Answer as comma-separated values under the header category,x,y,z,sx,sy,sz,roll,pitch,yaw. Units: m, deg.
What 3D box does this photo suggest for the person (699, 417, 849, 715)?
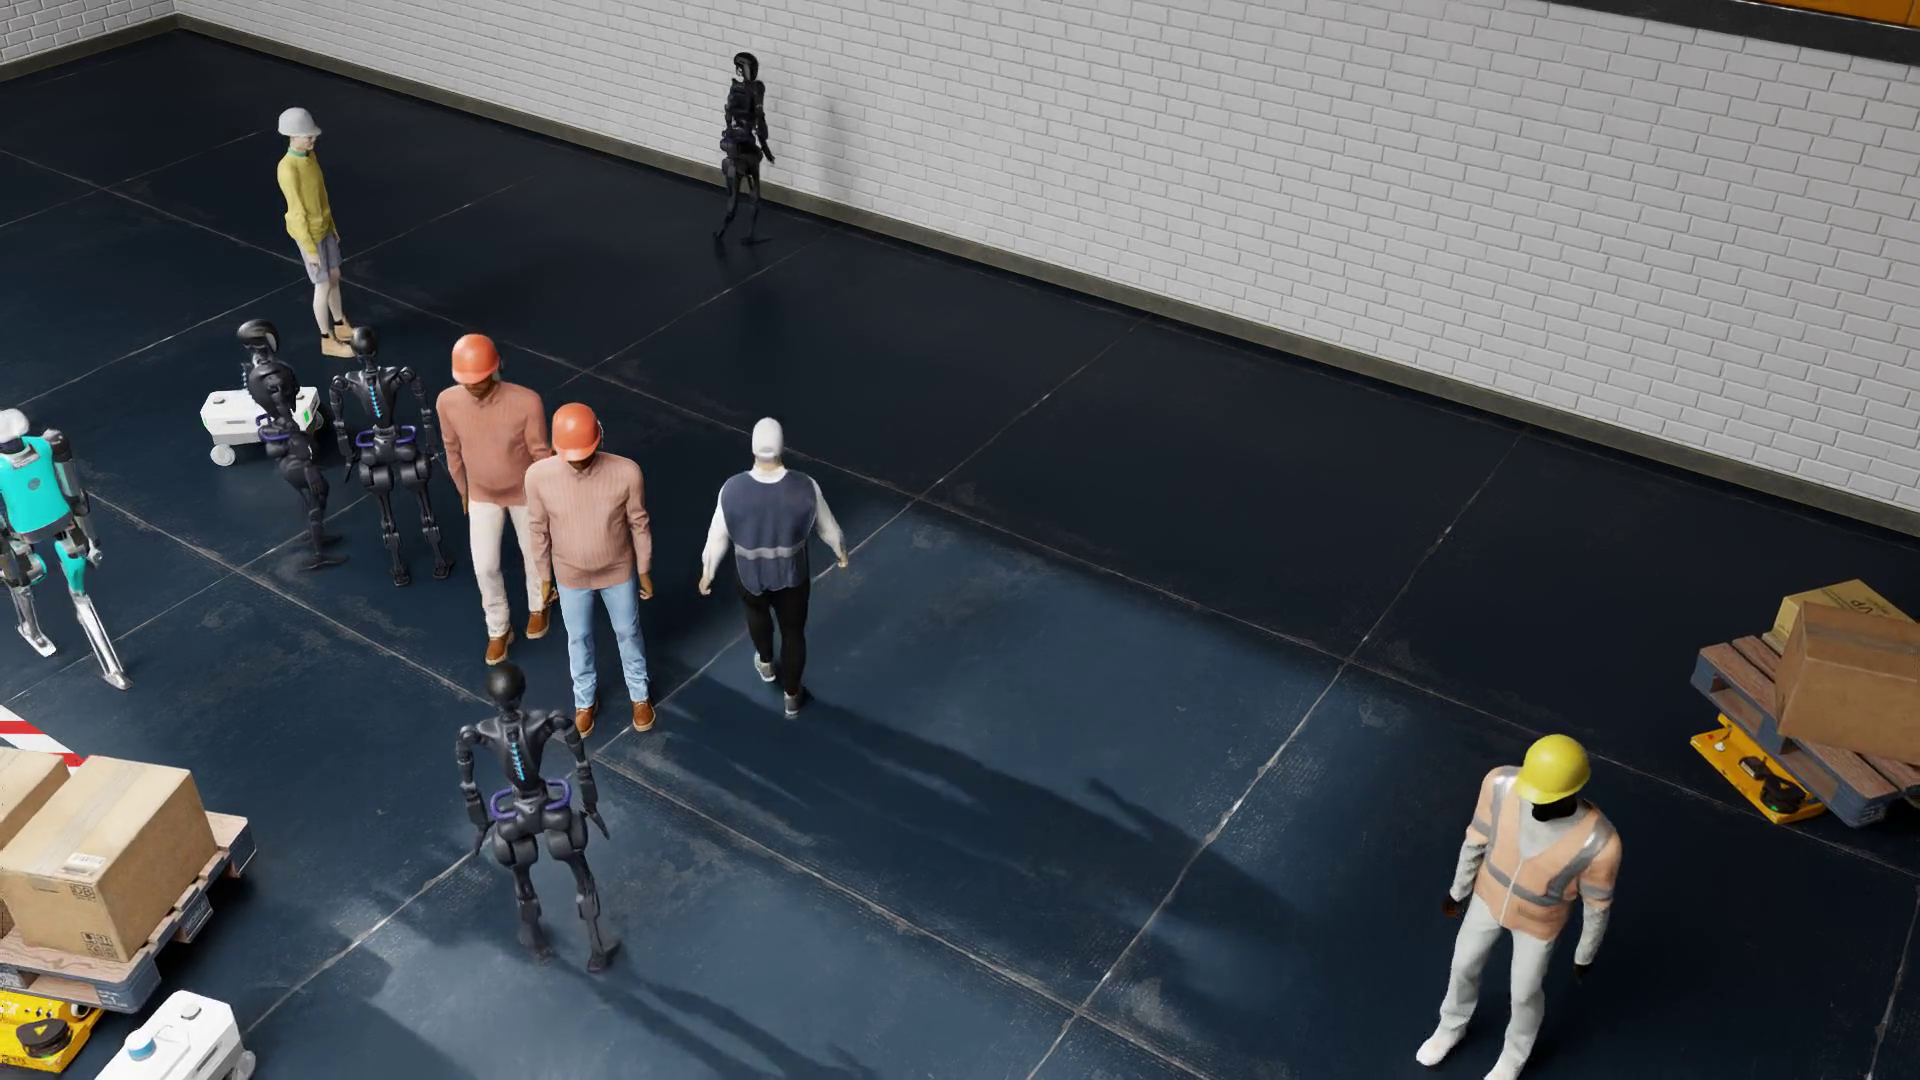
category,x,y,z,sx,sy,sz,roll,pitch,yaw
person,-0.991,0.092,8.847,0.809,1.734,0.662,-4,35,-6

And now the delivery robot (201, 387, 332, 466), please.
category,x,y,z,sx,sy,sz,roll,pitch,yaw
delivery robot,-4.648,-0.801,11.176,0.811,0.613,0.499,-3,35,-5

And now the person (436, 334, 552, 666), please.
category,x,y,z,sx,sy,sz,roll,pitch,yaw
person,-2.500,-0.203,9.071,0.614,1.973,0.711,-1,35,-2

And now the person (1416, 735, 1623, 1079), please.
category,x,y,z,sx,sy,sz,roll,pitch,yaw
person,2.253,1.500,6.689,0.435,1.914,0.625,-27,43,-33

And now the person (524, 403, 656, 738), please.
category,x,y,z,sx,sy,sz,roll,pitch,yaw
person,-1.875,0.158,8.541,0.607,1.987,0.384,-5,35,-7

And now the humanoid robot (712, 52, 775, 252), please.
category,x,y,z,sx,sy,sz,roll,pitch,yaw
humanoid robot,-1.816,-3.179,13.584,0.471,1.648,0.620,17,38,23

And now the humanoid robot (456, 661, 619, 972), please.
category,x,y,z,sx,sy,sz,roll,pitch,yaw
humanoid robot,-1.842,1.257,7.253,0.590,1.651,0.437,-9,36,-12

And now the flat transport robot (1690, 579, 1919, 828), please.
category,x,y,z,sx,sy,sz,roll,pitch,yaw
flat transport robot,4.657,1.066,8.740,1.431,0.231,0.659,-11,37,-16

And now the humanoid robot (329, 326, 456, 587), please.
category,x,y,z,sx,sy,sz,roll,pitch,yaw
humanoid robot,-3.327,-0.487,9.721,0.599,1.655,0.315,-7,36,-10

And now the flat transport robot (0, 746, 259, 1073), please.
category,x,y,z,sx,sy,sz,roll,pitch,yaw
flat transport robot,-4.032,1.787,7.710,0.659,0.231,1.431,7,36,10

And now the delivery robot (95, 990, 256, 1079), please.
category,x,y,z,sx,sy,sz,roll,pitch,yaw
delivery robot,-3.290,2.241,6.797,0.499,0.579,0.753,11,36,15

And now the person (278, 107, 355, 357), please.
category,x,y,z,sx,sy,sz,roll,pitch,yaw
person,-4.653,-2.214,12.028,0.414,1.883,0.482,1,35,2

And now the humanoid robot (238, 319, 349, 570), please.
category,x,y,z,sx,sy,sz,roll,pitch,yaw
humanoid robot,-3.929,-0.561,9.826,0.360,1.649,0.589,-19,39,-25

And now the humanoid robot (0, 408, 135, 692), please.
category,x,y,z,sx,sy,sz,roll,pitch,yaw
humanoid robot,-5.066,-0.001,9.013,0.984,1.778,0.536,23,41,29
